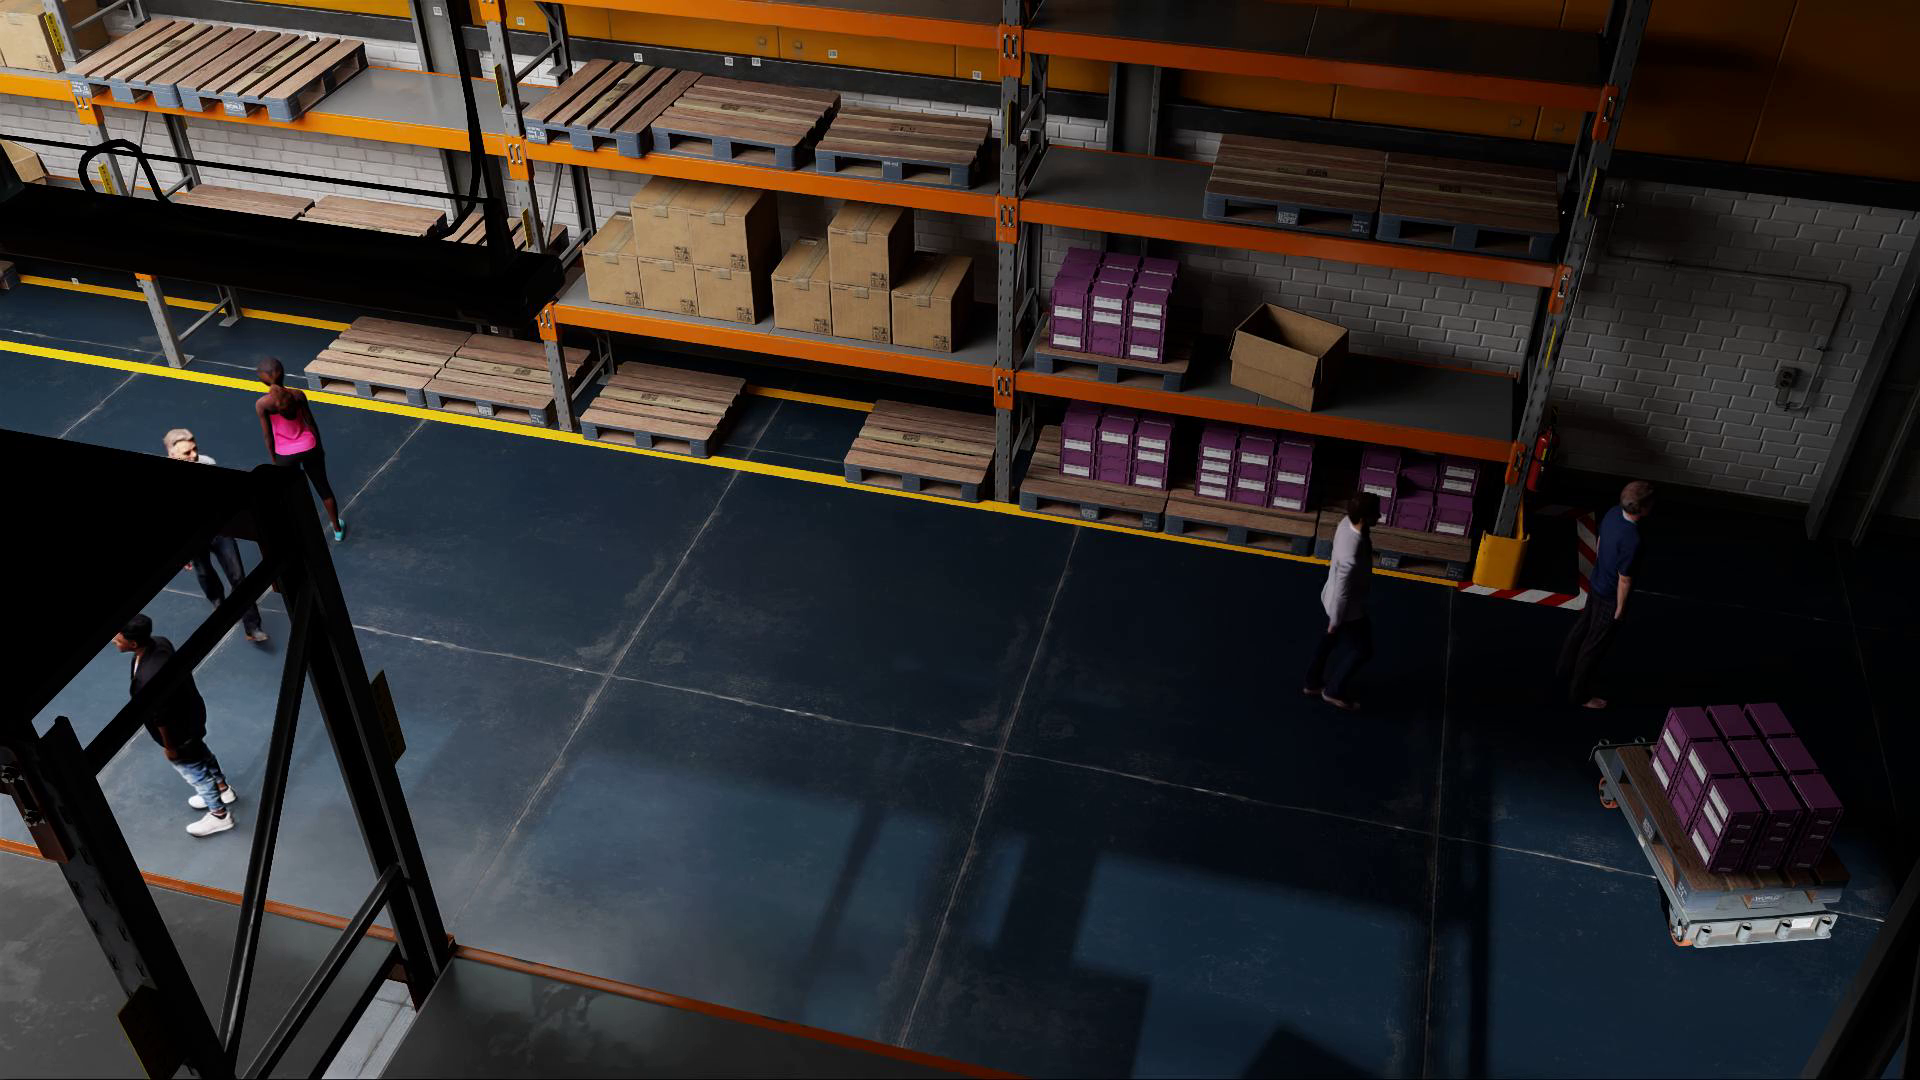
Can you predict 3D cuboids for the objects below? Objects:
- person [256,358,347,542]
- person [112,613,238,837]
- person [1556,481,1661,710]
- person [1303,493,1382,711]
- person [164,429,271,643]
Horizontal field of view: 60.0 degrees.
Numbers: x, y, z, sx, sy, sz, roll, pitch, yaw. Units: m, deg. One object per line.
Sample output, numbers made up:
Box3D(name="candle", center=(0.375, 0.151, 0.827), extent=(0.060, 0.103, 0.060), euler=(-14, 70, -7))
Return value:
Box3D(name="person", center=(-5.205, -0.680, 13.069), extent=(0.660, 1.725, 0.721), euler=(-19, 42, -22))
Box3D(name="person", center=(-5.029, 1.154, 10.710), extent=(0.811, 1.805, 0.787), euler=(-14, 41, -16))
Box3D(name="person", center=(4.552, 0.353, 11.660), extent=(0.626, 1.871, 0.711), euler=(1, 39, 1))
Box3D(name="person", center=(2.605, 0.416, 11.608), extent=(0.710, 1.837, 0.733), euler=(3, 39, 3))
Box3D(name="person", center=(-5.637, -0.095, 12.304), extent=(1.089, 1.767, 1.232), euler=(-26, 45, -29))
